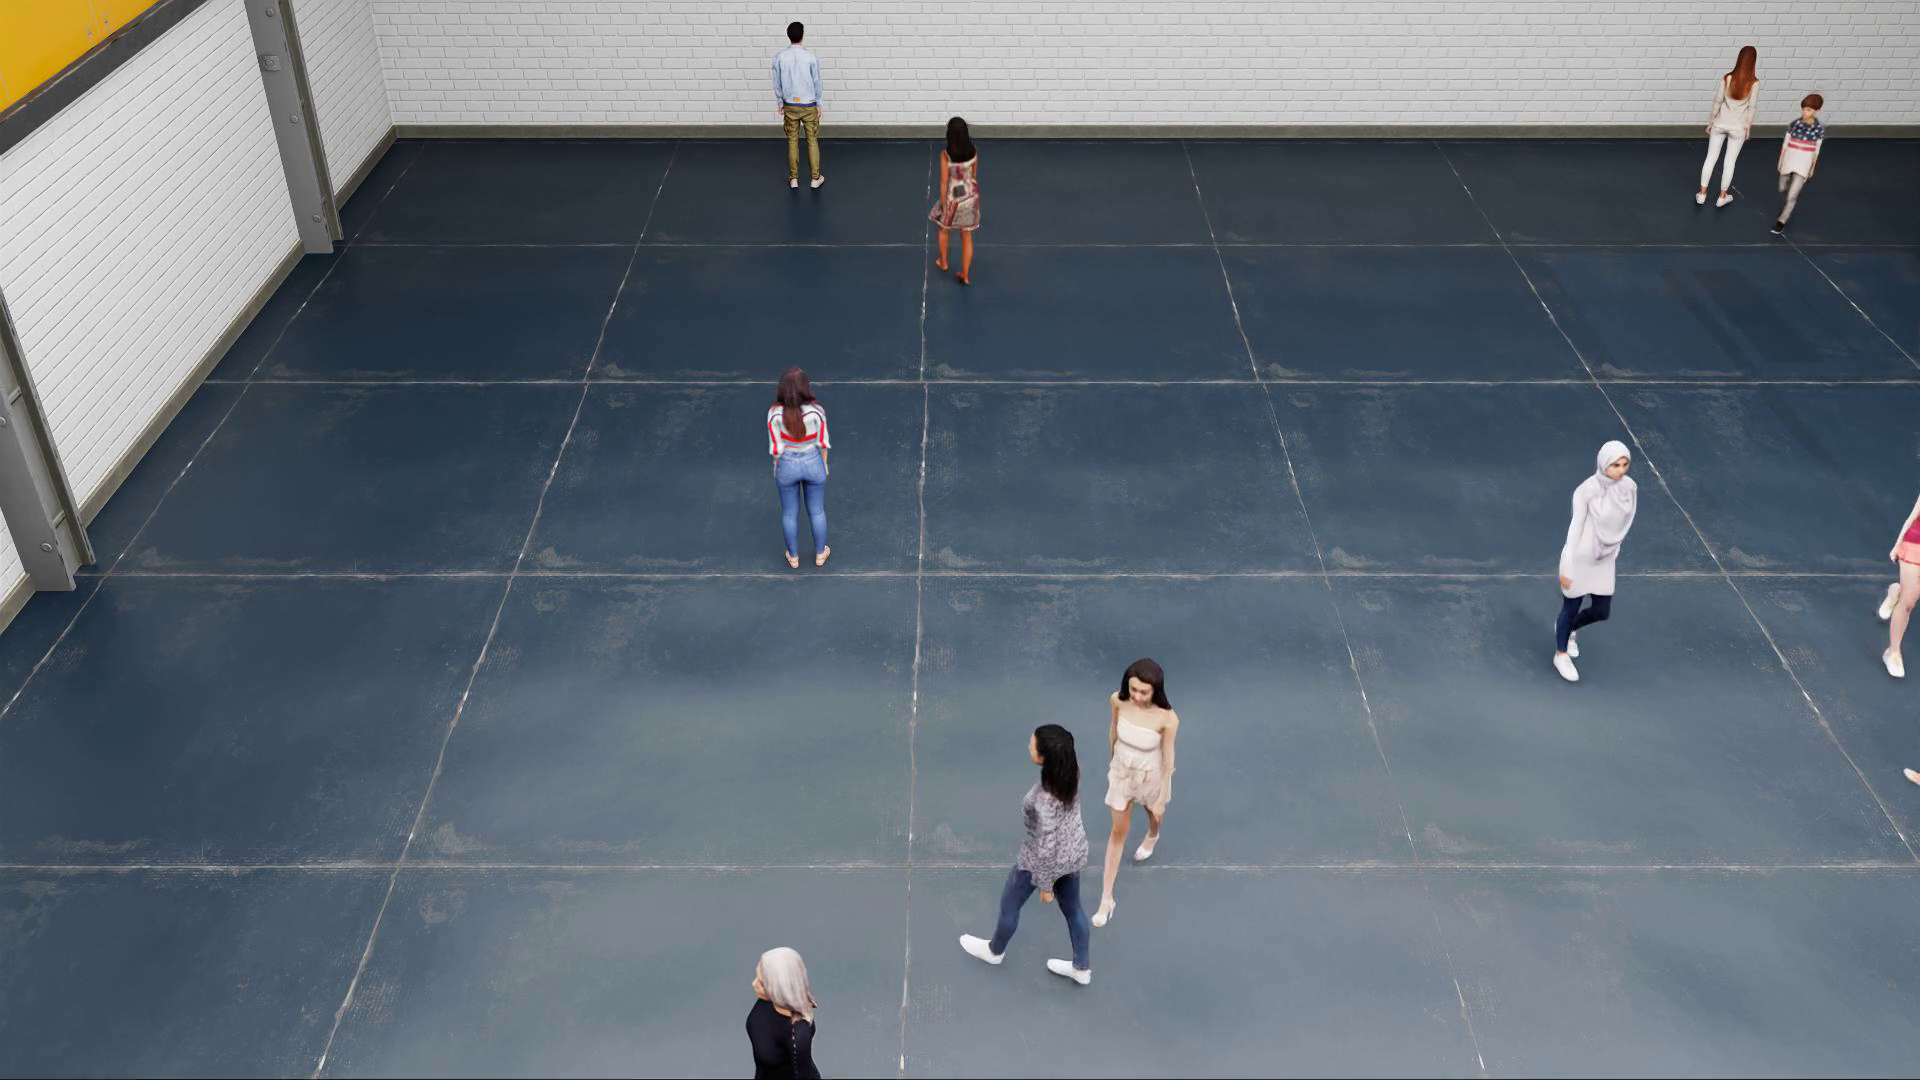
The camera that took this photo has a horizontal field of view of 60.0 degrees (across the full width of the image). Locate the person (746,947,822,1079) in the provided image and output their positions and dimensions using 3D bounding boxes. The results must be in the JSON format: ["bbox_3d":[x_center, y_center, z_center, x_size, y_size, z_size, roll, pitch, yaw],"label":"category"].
[{"bbox_3d":[-0.768,2.446,7.398,0.751,1.747,0.642,-15,36,-21],"label":"person"}]

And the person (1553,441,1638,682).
[{"bbox_3d":[4.082,0.104,10.904,0.663,1.766,0.699,-6,34,-8],"label":"person"}]

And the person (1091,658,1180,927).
[{"bbox_3d":[1.045,1.284,9.212,0.944,1.673,1.162,18,37,25],"label":"person"}]

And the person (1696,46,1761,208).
[{"bbox_3d":[8.210,-4.409,17.741,0.698,1.713,0.727,20,39,28],"label":"person"}]

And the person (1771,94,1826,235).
[{"bbox_3d":[8.731,-3.944,17.309,0.893,1.417,0.976,27,42,35],"label":"person"}]

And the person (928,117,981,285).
[{"bbox_3d":[0.030,-3.255,16.085,0.806,1.624,0.919,-13,36,-18],"label":"person"}]

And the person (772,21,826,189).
[{"bbox_3d":[-1.744,-4.741,18.151,0.682,1.812,0.568,2,34,3],"label":"person"}]

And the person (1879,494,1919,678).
[{"bbox_3d":[6.430,0.022,11.065,0.726,1.723,1.087,7,34,11],"label":"person"}]

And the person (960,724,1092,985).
[{"bbox_3d":[0.553,1.671,8.600,0.989,1.706,1.005,20,38,27],"label":"person"}]

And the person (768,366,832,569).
[{"bbox_3d":[-1.150,-0.523,11.985,0.608,1.614,0.543,-4,34,-5],"label":"person"}]
